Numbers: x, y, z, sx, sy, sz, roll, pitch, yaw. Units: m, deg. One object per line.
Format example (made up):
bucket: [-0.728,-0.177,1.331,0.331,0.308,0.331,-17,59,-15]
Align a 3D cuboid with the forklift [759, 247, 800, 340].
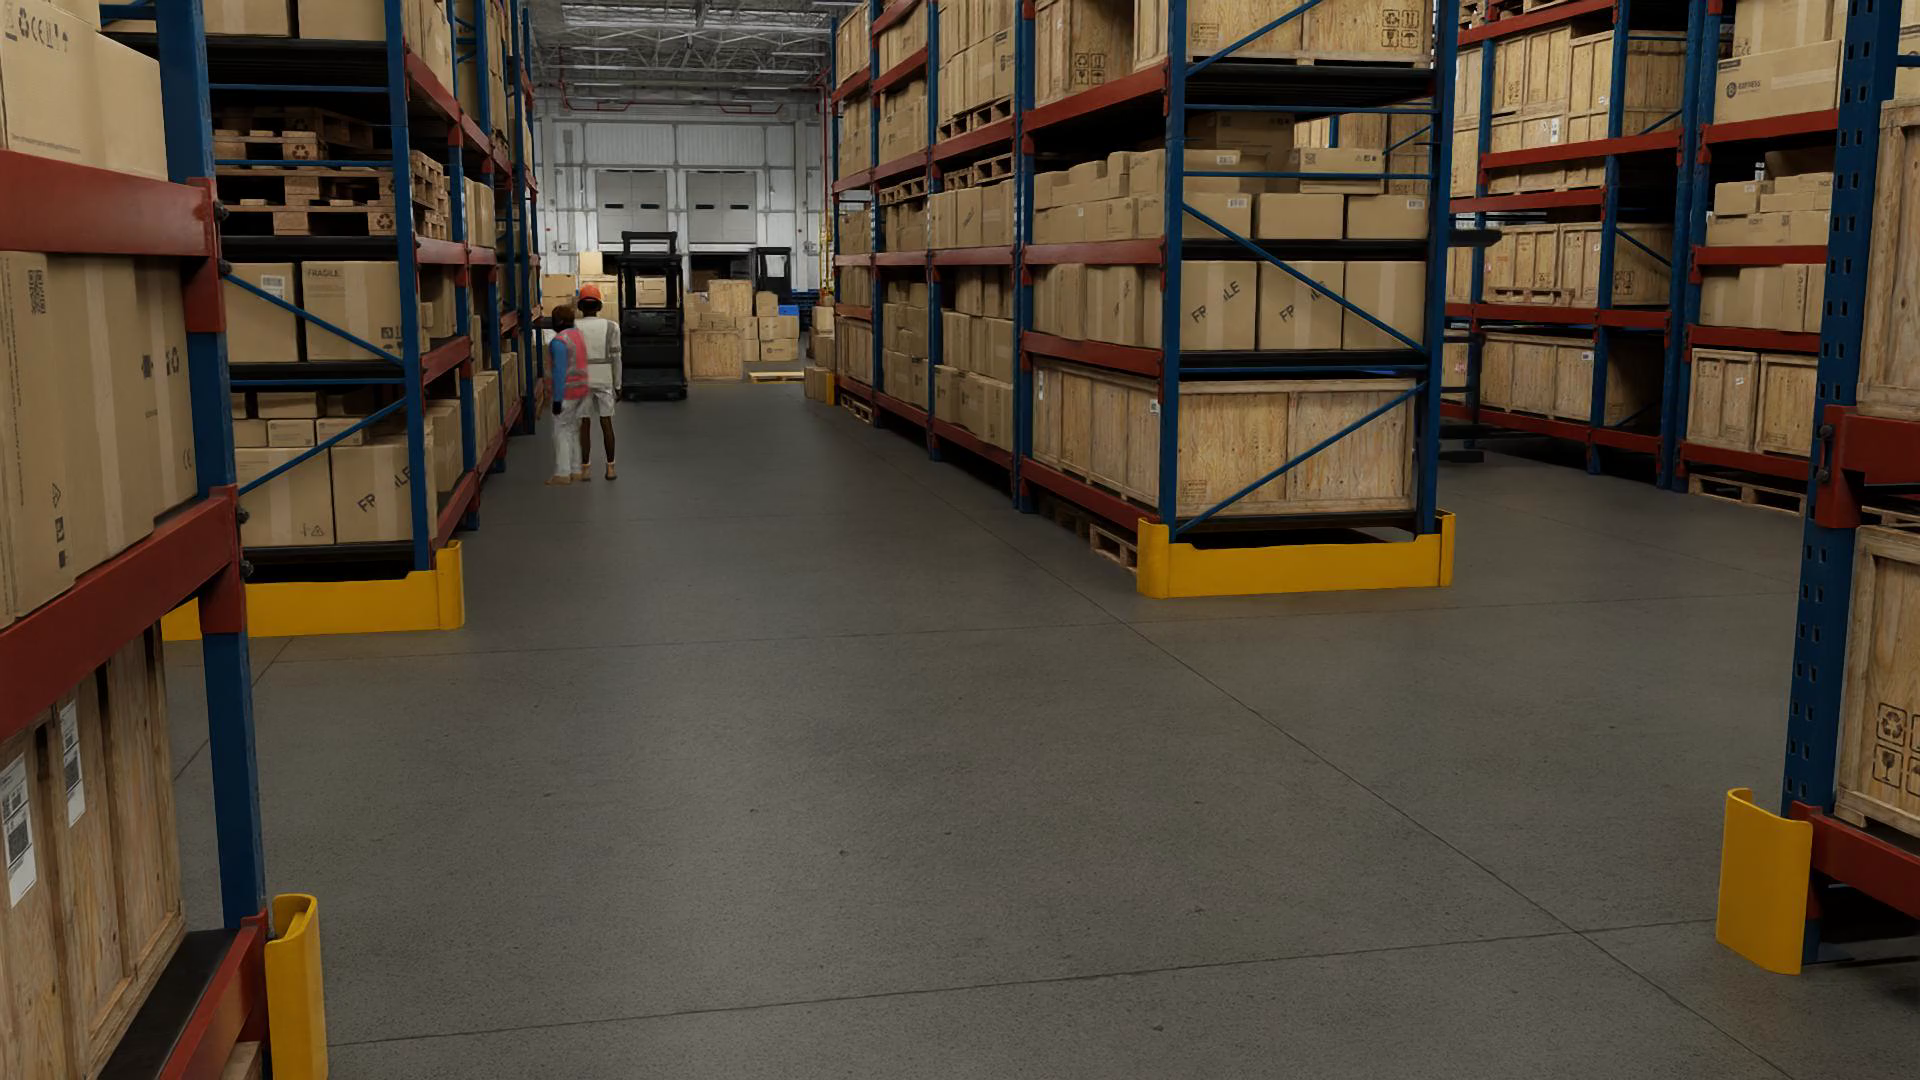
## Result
forklift: [-5.544,-7.433,50.130,1.129,2.768,1.873,-3,10,-18]

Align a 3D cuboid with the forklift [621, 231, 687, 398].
forklift: [-5.274,-3.877,28.455,1.129,2.768,1.873,-1,9,-9]

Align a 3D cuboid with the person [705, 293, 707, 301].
person: [-6.158,-5.627,42.051,0.591,1.919,0.392,-5,11,-30]

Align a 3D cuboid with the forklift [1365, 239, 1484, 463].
forklift: [4.840,-2.286,18.755,1.873,2.768,1.129,-2,10,-12]

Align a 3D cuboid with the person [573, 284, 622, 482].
person: [-3.821,-1.626,17.277,0.615,2.041,0.376,-4,10,-23]

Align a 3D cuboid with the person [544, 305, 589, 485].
person: [-4.030,-1.482,17.037,0.429,1.843,0.629,2,9,10]

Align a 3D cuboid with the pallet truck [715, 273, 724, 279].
pallet truck: [-8.580,-8.986,62.280,1.885,1.965,0.823,1,9,5]
